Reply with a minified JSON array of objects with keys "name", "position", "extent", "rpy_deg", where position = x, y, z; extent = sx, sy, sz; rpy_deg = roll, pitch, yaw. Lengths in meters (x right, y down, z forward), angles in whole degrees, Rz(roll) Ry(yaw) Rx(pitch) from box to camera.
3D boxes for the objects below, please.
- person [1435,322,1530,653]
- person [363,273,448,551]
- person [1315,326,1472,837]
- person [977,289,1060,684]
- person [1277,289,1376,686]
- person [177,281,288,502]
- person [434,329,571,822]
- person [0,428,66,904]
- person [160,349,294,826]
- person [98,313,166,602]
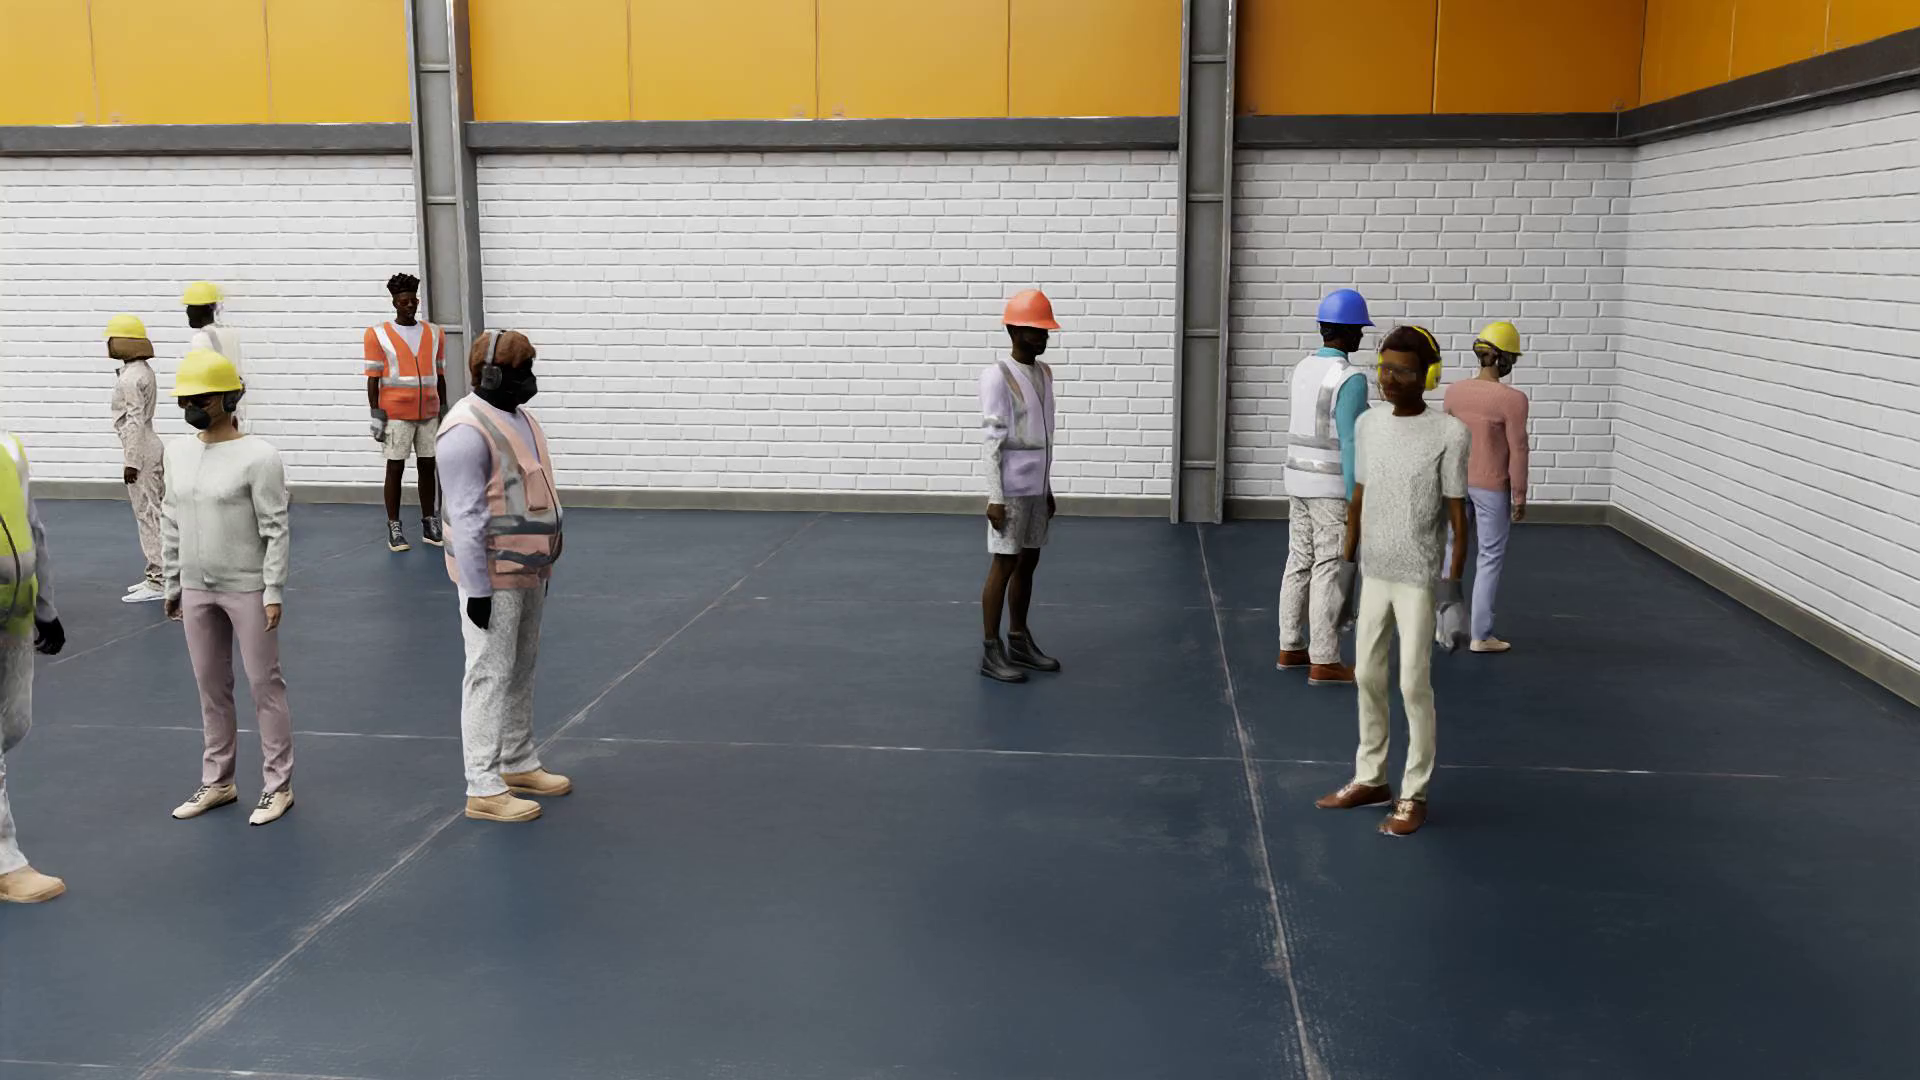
[{"name":"person","position":[2.778,-0.273,8.806],"extent":[0.339,1.756,0.532],"rpy_deg":[-7,12,-36]},{"name":"person","position":[-3.916,-0.913,11.848],"extent":[0.613,1.965,0.361],"rpy_deg":[-9,14,-43]},{"name":"person","position":[1.607,0.153,6.105],"extent":[0.346,1.861,0.608],"rpy_deg":[-7,12,-37]},{"name":"person","position":[0.323,-0.268,8.245],"extent":[0.373,1.934,0.551],"rpy_deg":[7,12,34]},{"name":"person","position":[1.823,-0.261,8.215],"extent":[0.425,1.938,0.603],"rpy_deg":[-3,10,-18]},{"name":"person","position":[-5.526,-0.990,12.505],"extent":[0.794,1.905,0.589],"rpy_deg":[-1,10,-6]},{"name":"person","position":[-1.711,0.129,6.279],"extent":[0.429,1.836,0.629],"rpy_deg":[1,10,8]},{"name":"person","position":[-3.340,0.276,5.472],"extent":[0.766,1.816,0.633],"rpy_deg":[2,10,12]},{"name":"person","position":[-2.728,0.180,6.172],"extent":[0.525,1.769,0.312],"rpy_deg":[3,10,14]},{"name":"person","position":[-5.014,-0.500,10.124],"extent":[0.298,1.744,0.487],"rpy_deg":[-3,10,-18]}]
